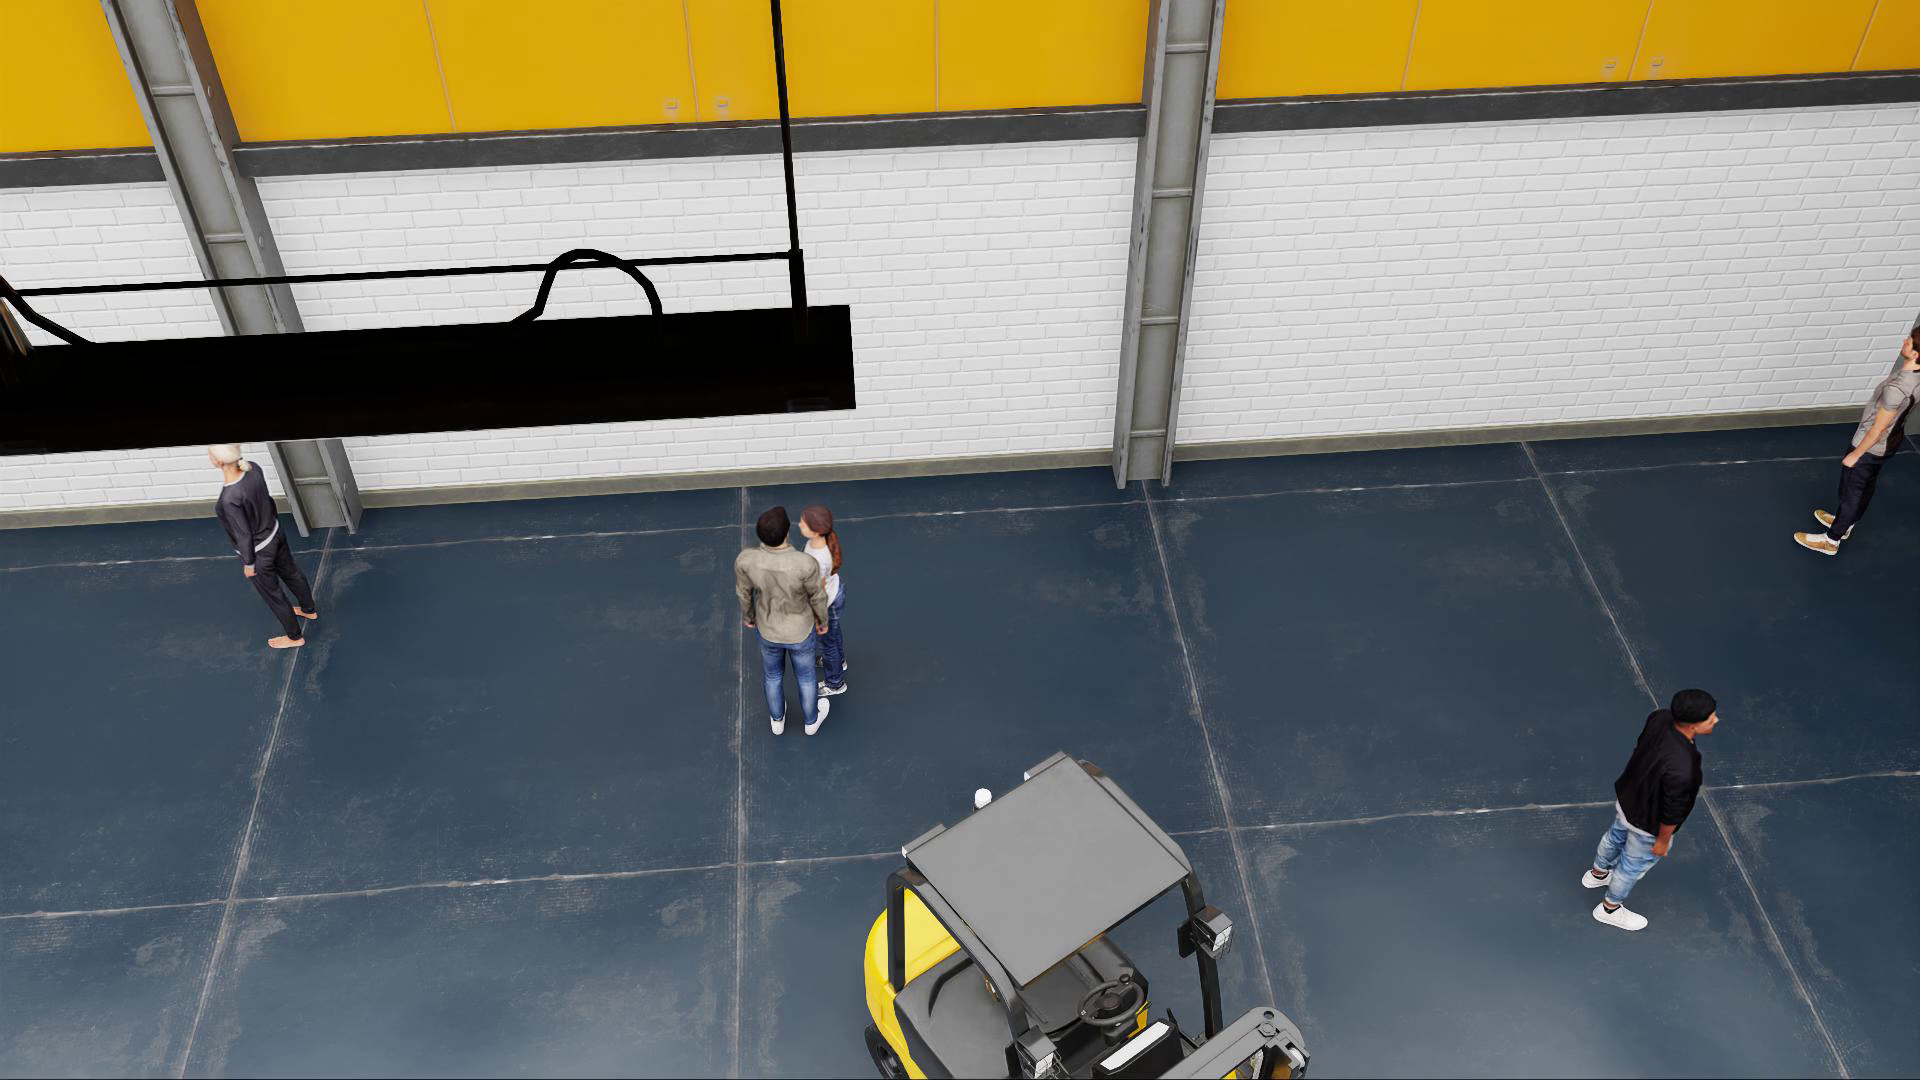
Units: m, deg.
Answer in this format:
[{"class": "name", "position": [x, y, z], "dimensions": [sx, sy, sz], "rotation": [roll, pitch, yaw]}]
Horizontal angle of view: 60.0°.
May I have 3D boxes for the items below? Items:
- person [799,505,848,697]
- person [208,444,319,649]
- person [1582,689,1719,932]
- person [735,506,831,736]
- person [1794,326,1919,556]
[{"class": "person", "position": [-0.864, 0.362, 10.552], "dimensions": [0.547, 1.562, 0.560], "rotation": [1, 44, 1]}, {"class": "person", "position": [-4.553, -0.004, 10.817], "dimensions": [0.580, 1.726, 0.657], "rotation": [4, 44, 5]}, {"class": "person", "position": [3.817, 1.462, 9.215], "dimensions": [0.639, 1.814, 0.720], "rotation": [2, 44, 2]}, {"class": "person", "position": [-1.072, 0.525, 10.160], "dimensions": [0.584, 1.865, 0.801], "rotation": [3, 44, 3]}, {"class": "person", "position": [6.290, -0.687, 11.410], "dimensions": [0.707, 1.897, 0.792], "rotation": [-33, 52, -29]}]
